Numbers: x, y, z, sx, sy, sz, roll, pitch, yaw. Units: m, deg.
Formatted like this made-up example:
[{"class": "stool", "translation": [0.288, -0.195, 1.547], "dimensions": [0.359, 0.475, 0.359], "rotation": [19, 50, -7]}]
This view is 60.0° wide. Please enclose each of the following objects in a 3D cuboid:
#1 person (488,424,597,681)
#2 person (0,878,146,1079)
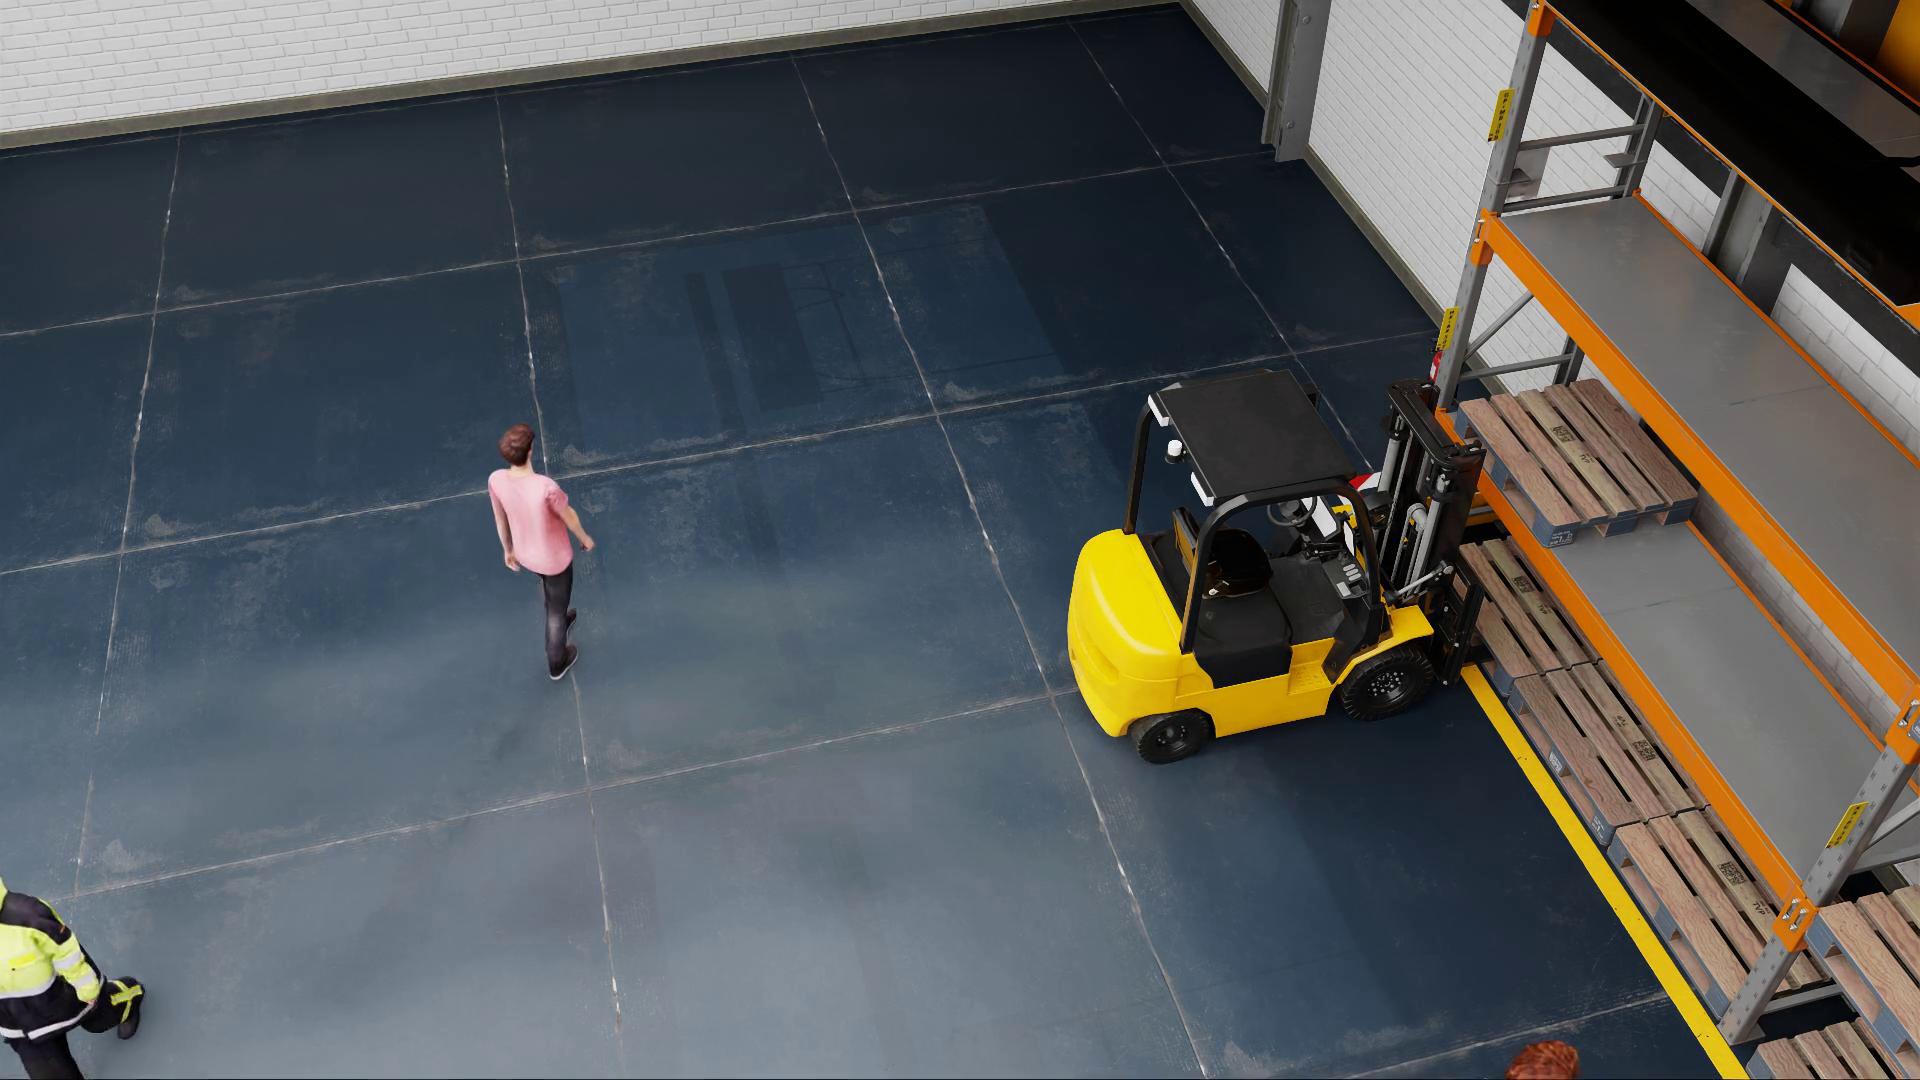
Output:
[{"class": "person", "translation": [-2.642, 0.148, 10.382], "dimensions": [0.858, 1.938, 0.947], "rotation": [13, 45, 13]}, {"class": "person", "translation": [-4.556, 2.137, 8.287], "dimensions": [0.887, 1.946, 1.247], "rotation": [-5, 44, -5]}]
